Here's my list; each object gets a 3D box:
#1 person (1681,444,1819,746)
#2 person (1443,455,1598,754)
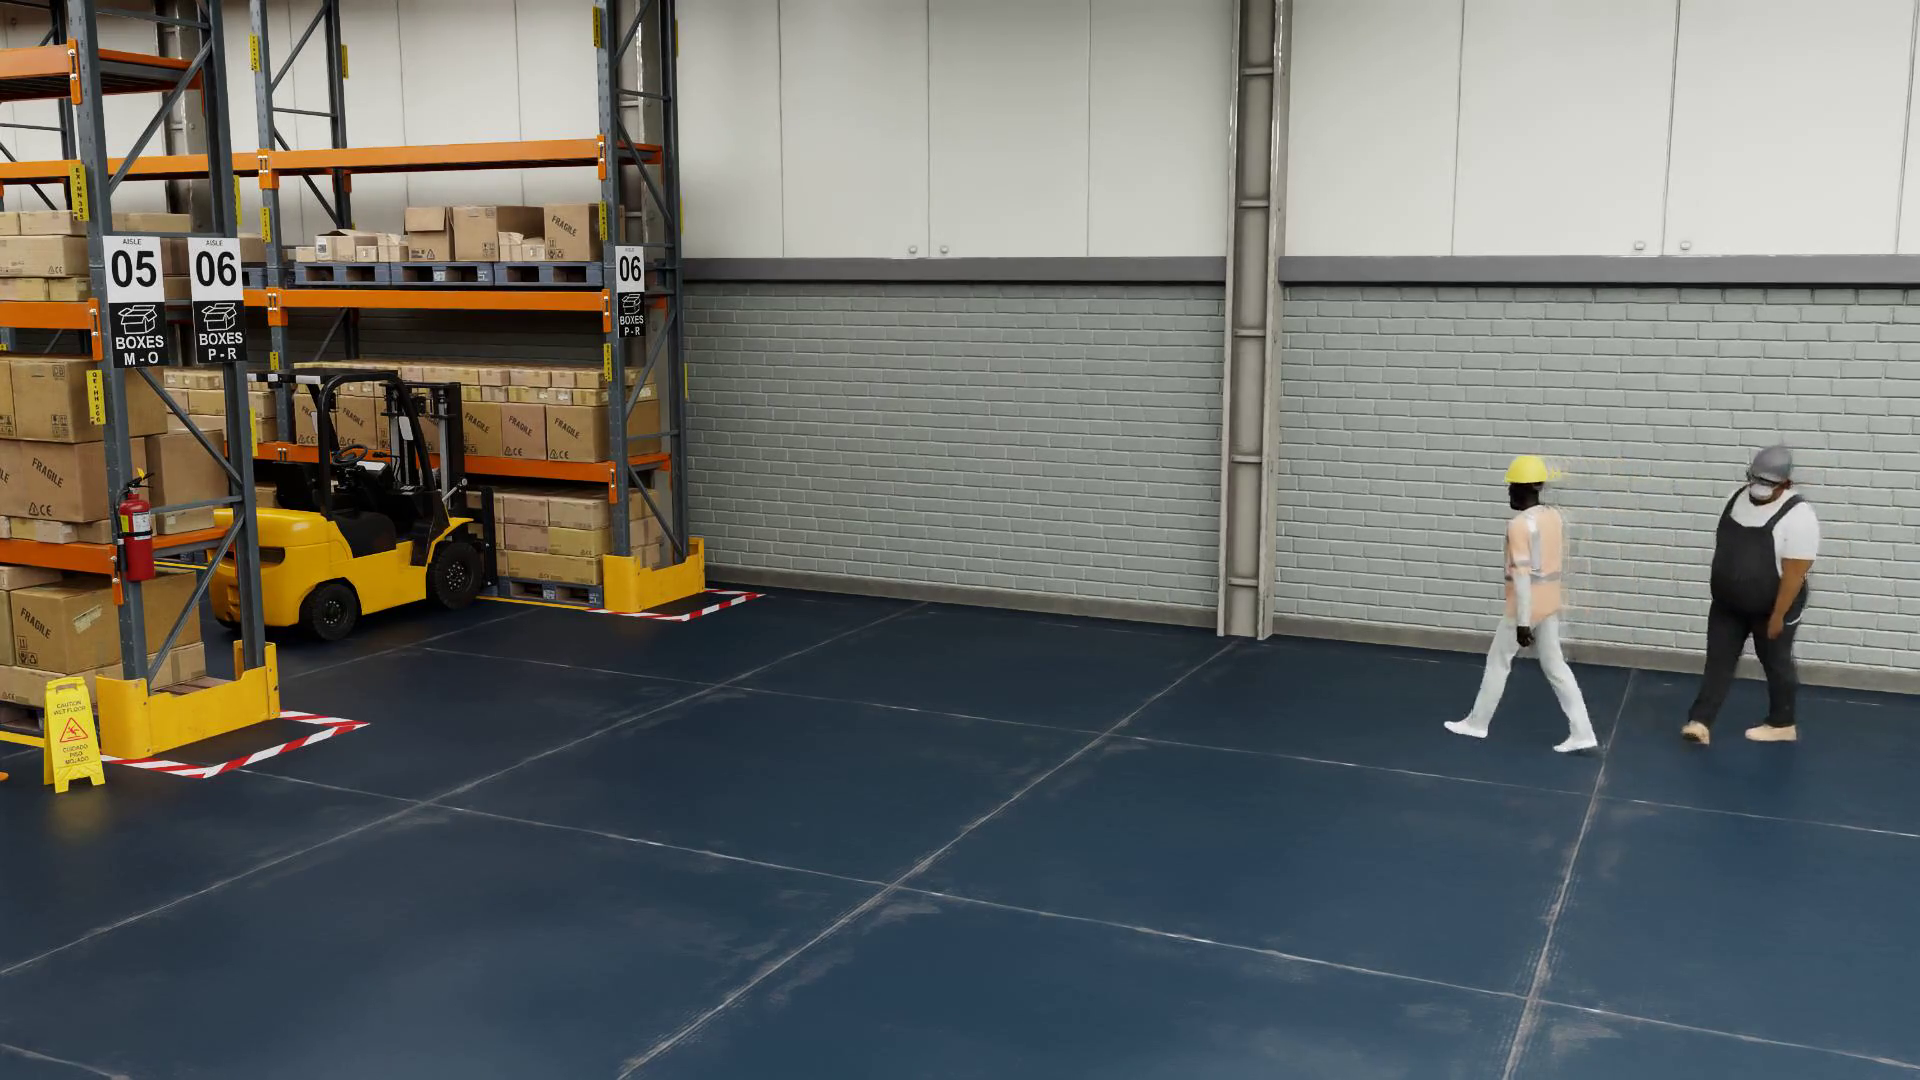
[{"bbox_3d":[4.961,0.324,10.437,0.993,2.000,0.753,-5,10,-27],"label":"person"},{"bbox_3d":[3.612,0.404,10.482,0.606,1.878,1.001,-8,13,-42],"label":"person"}]
